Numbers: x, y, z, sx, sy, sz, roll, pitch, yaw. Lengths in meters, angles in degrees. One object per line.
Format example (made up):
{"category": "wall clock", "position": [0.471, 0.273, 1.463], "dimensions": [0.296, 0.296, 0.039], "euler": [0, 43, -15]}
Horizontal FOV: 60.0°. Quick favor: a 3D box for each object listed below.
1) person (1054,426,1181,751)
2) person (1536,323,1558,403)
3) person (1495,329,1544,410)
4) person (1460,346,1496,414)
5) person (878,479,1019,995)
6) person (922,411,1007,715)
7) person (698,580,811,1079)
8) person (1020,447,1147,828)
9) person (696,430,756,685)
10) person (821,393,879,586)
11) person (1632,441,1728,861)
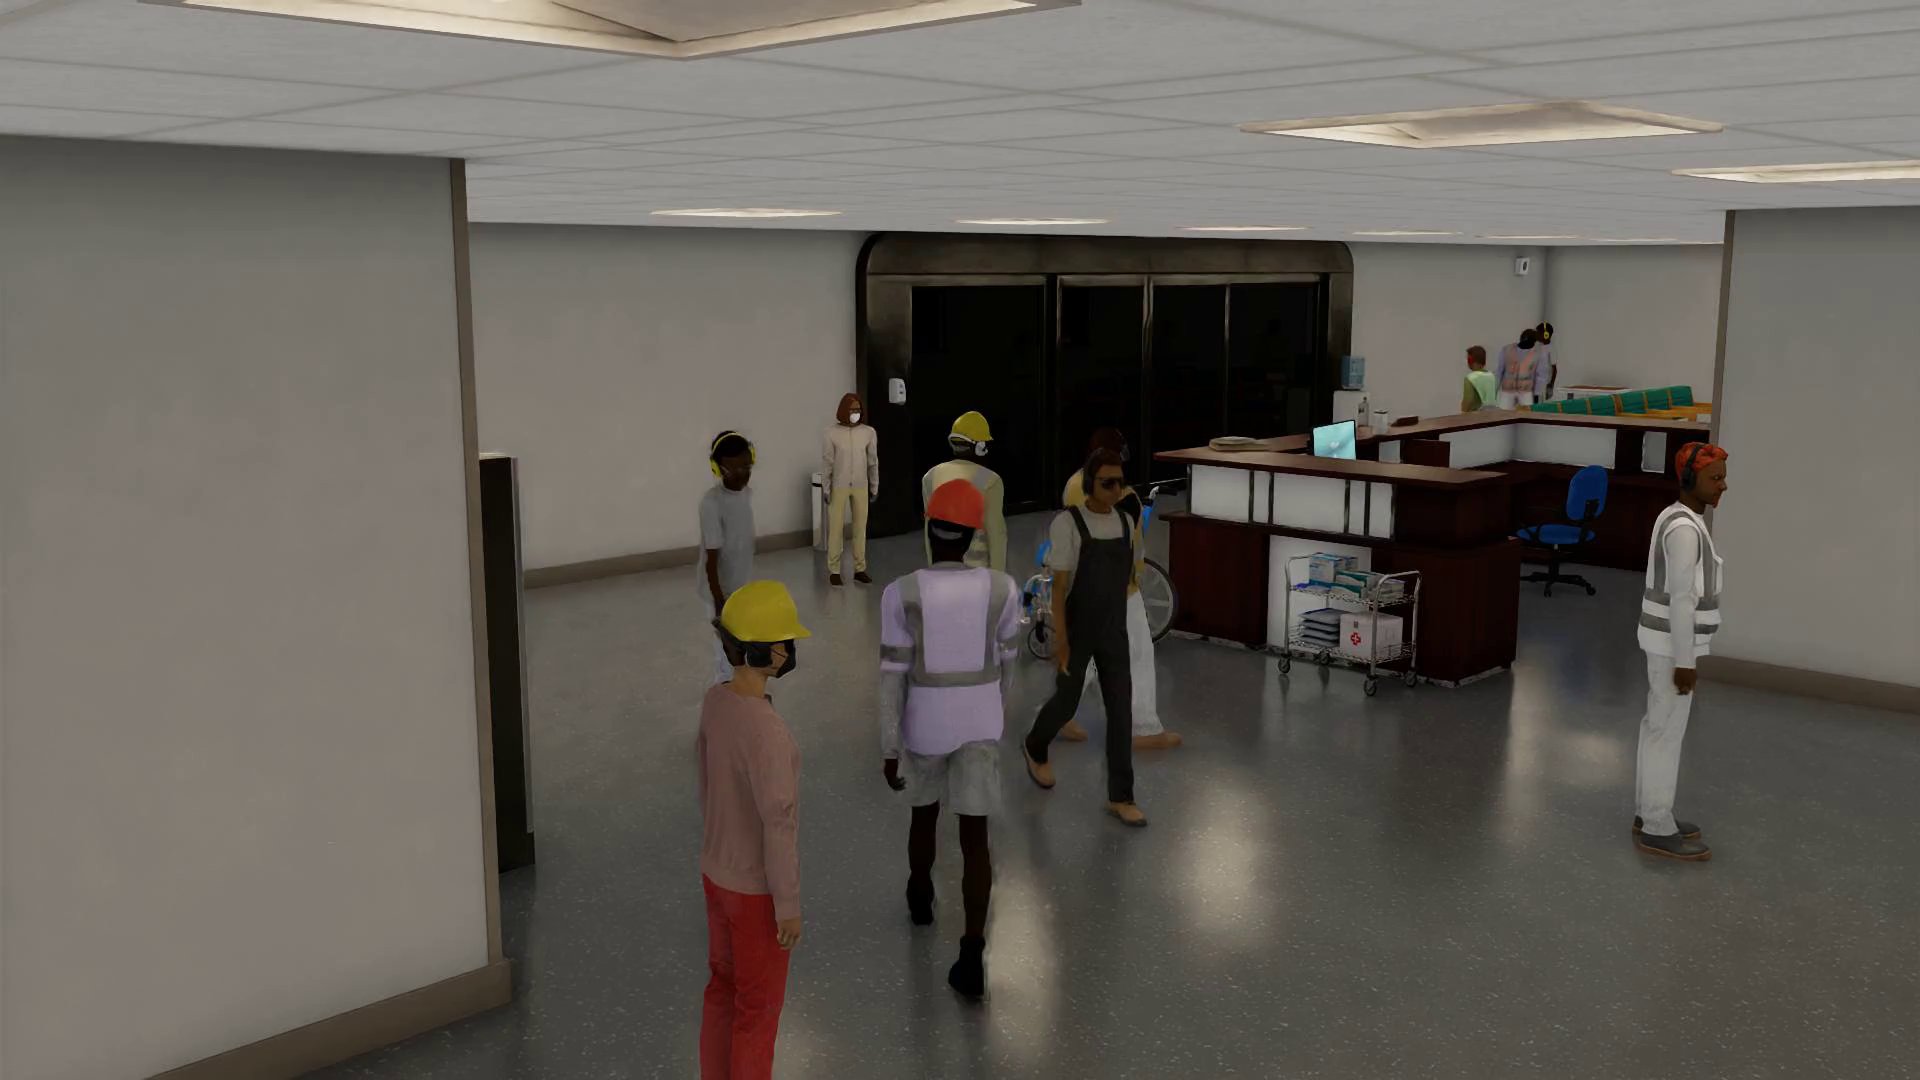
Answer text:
{"category": "person", "position": [0.819, 0.266, 9.218], "dimensions": [0.659, 1.804, 0.620], "euler": [-5, 10, -26]}
{"category": "person", "position": [8.626, -2.266, 24.546], "dimensions": [0.335, 1.865, 0.520], "euler": [0, 9, 0]}
{"category": "person", "position": [8.073, -2.151, 24.086], "dimensions": [0.659, 1.810, 0.433], "euler": [4, 10, 24]}
{"category": "person", "position": [5.679, -1.213, 18.219], "dimensions": [0.456, 1.820, 0.585], "euler": [8, 12, 39]}
{"category": "person", "position": [-0.039, 0.706, 6.333], "dimensions": [0.546, 1.879, 1.064], "euler": [-1, 9, -8]}
{"category": "person", "position": [0.044, 0.156, 9.833], "dimensions": [0.595, 1.825, 0.404], "euler": [8, 12, 39]}
{"category": "person", "position": [-0.588, 0.990, 4.880], "dimensions": [0.327, 1.767, 0.533], "euler": [-5, 11, -29]}
{"category": "person", "position": [0.604, 0.436, 8.147], "dimensions": [0.518, 1.817, 0.861], "euler": [-5, 11, -29]}
{"category": "person", "position": [-1.229, 0.315, 8.858], "dimensions": [0.450, 1.816, 0.680], "euler": [2, 9, 12]}
{"category": "person", "position": [-0.923, -0.425, 14.000], "dimensions": [0.504, 1.627, 0.285], "euler": [-4, 10, -23]}
{"category": "person", "position": [3.279, 0.491, 7.577], "dimensions": [0.362, 1.883, 0.576], "euler": [3, 10, 20]}
